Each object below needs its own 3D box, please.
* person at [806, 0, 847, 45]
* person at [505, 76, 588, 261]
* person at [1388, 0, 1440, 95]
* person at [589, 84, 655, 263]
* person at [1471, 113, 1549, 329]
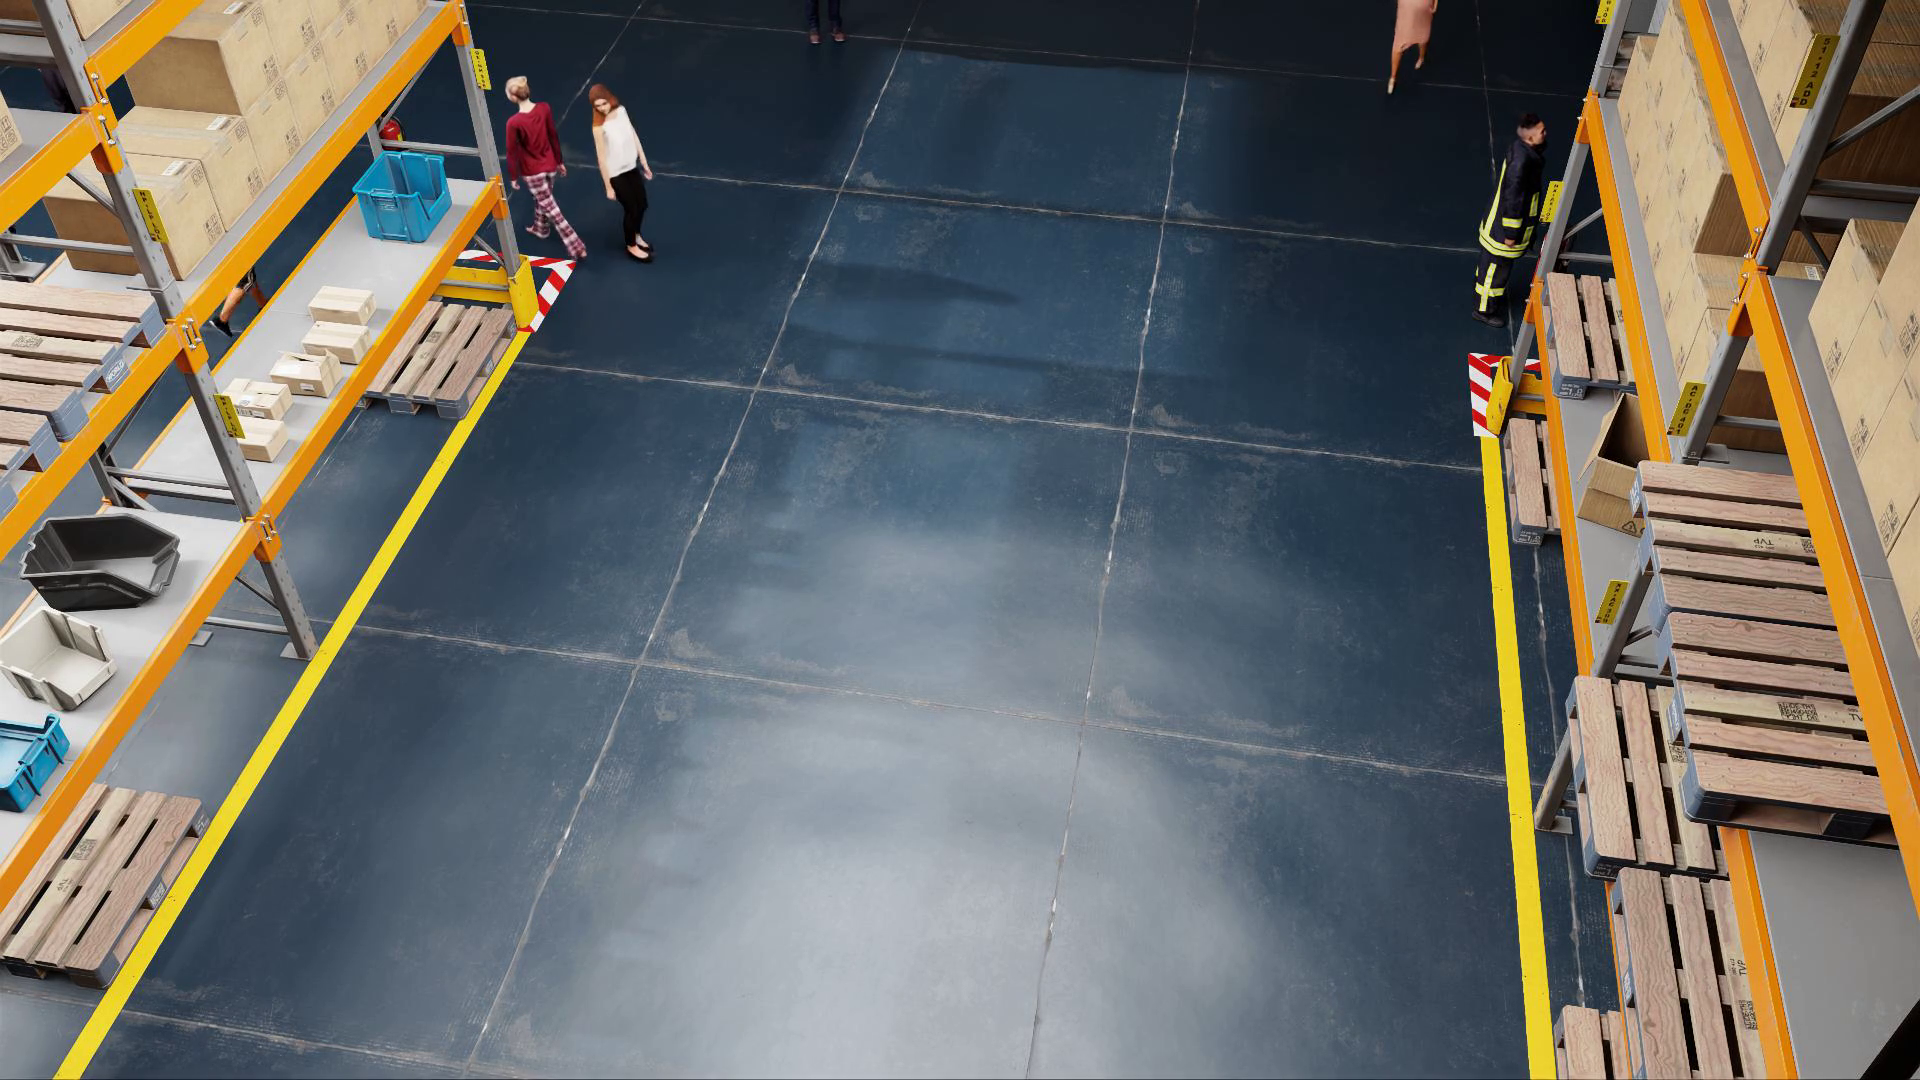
[{"bbox_3d":[-1.437,-5.991,16.982,0.856,1.841,0.848,-12,45,-13],"label":"person"},{"bbox_3d":[-3.512,-3.105,14.084,1.030,1.661,1.107,31,52,28],"label":"person"},{"bbox_3d":[4.419,-5.220,16.206,0.794,1.795,1.086,18,46,18],"label":"person"},{"bbox_3d":[-2.920,-3.114,14.074,0.734,1.687,0.615,15,46,16],"label":"person"},{"bbox_3d":[4.445,-2.626,13.440,0.838,1.854,0.658,12,45,12],"label":"person"}]
